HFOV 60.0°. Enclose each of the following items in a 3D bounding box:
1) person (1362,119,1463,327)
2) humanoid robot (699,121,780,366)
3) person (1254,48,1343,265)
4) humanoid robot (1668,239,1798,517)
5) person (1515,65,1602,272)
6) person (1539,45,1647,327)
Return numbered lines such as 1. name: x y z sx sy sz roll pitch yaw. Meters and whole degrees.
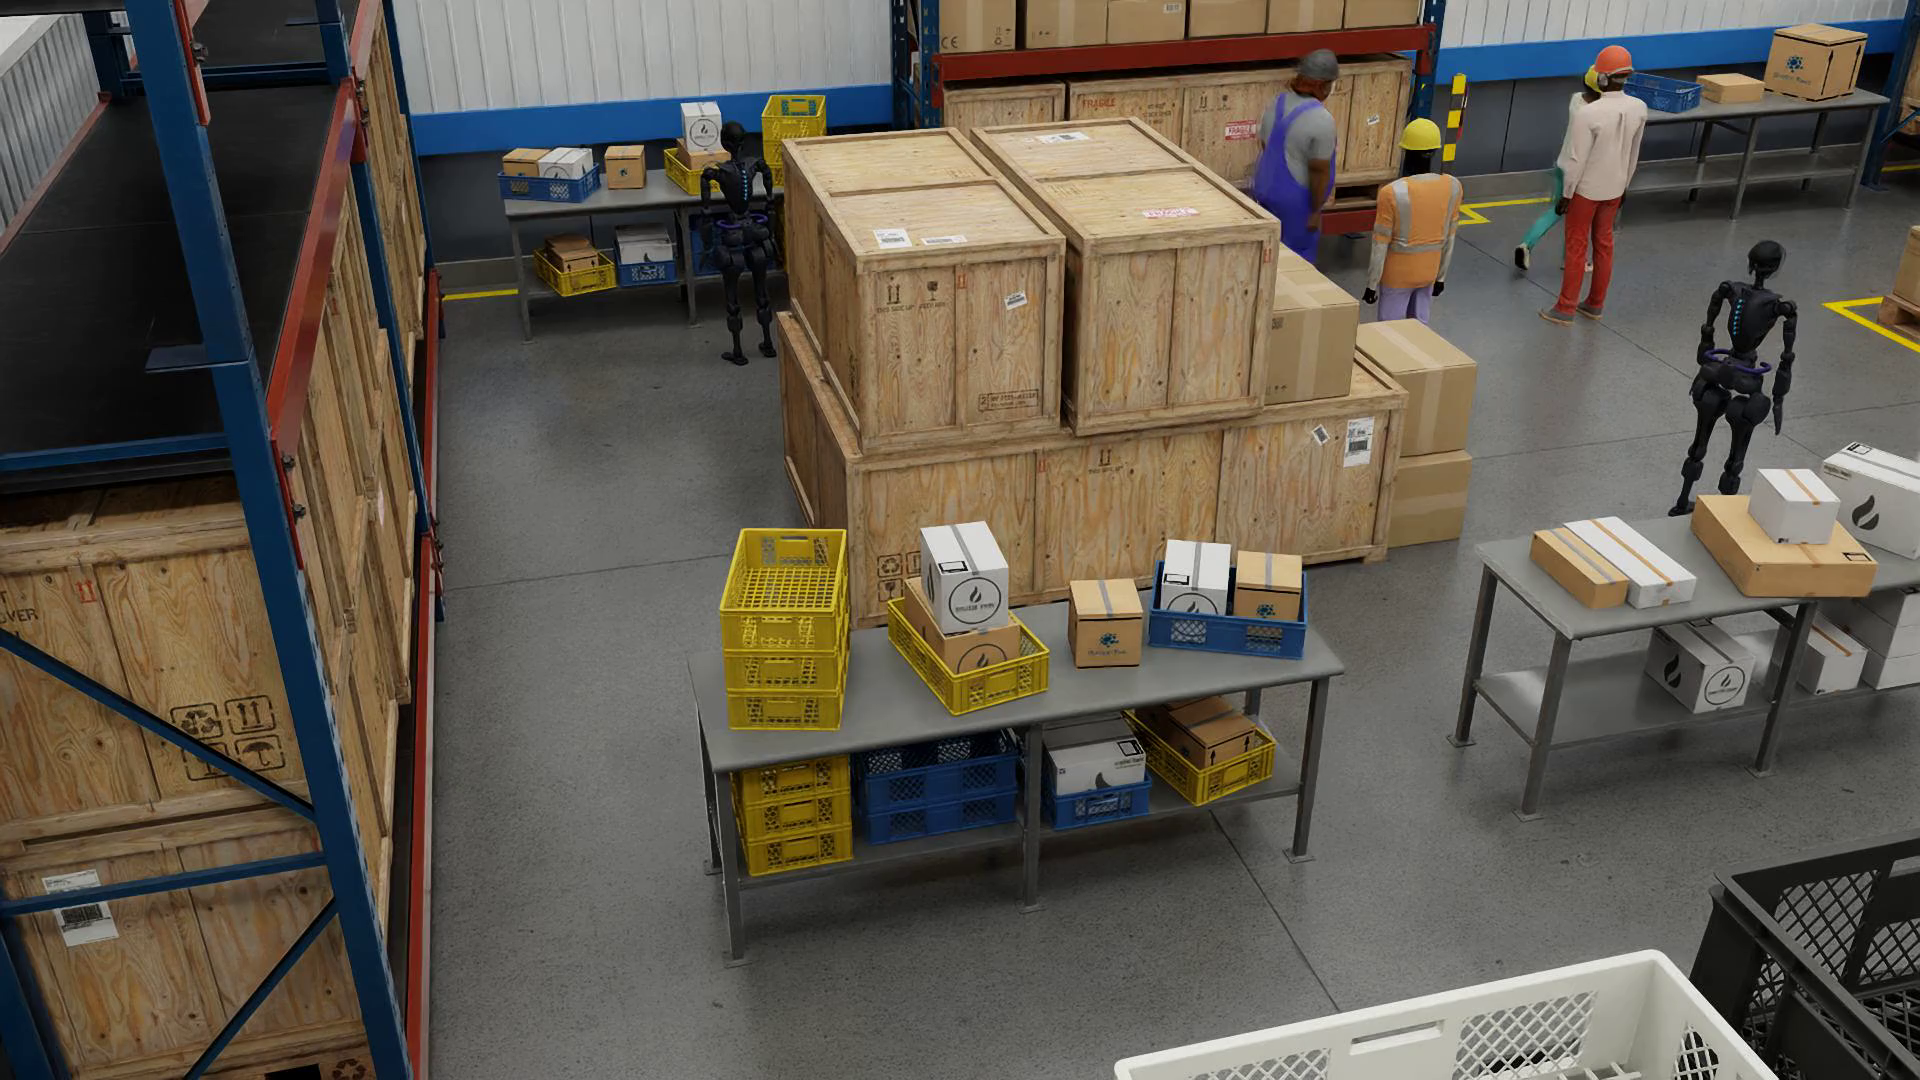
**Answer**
1. person: 2.807 -1.681 10.463 0.586 1.919 0.398 -11 31 -18
2. humanoid robot: -1.497 -2.028 11.324 0.589 1.657 0.327 -18 34 -29
3. person: 2.301 -2.460 11.747 0.741 2.000 0.698 -13 32 -23
4. humanoid robot: 4.291 -0.853 9.188 0.327 1.660 0.589 -18 33 -29
5. person: 4.729 -2.831 12.765 0.703 1.695 0.536 -6 29 -10
6. person: 4.533 -2.517 11.900 0.622 1.989 0.398 -12 31 -20
